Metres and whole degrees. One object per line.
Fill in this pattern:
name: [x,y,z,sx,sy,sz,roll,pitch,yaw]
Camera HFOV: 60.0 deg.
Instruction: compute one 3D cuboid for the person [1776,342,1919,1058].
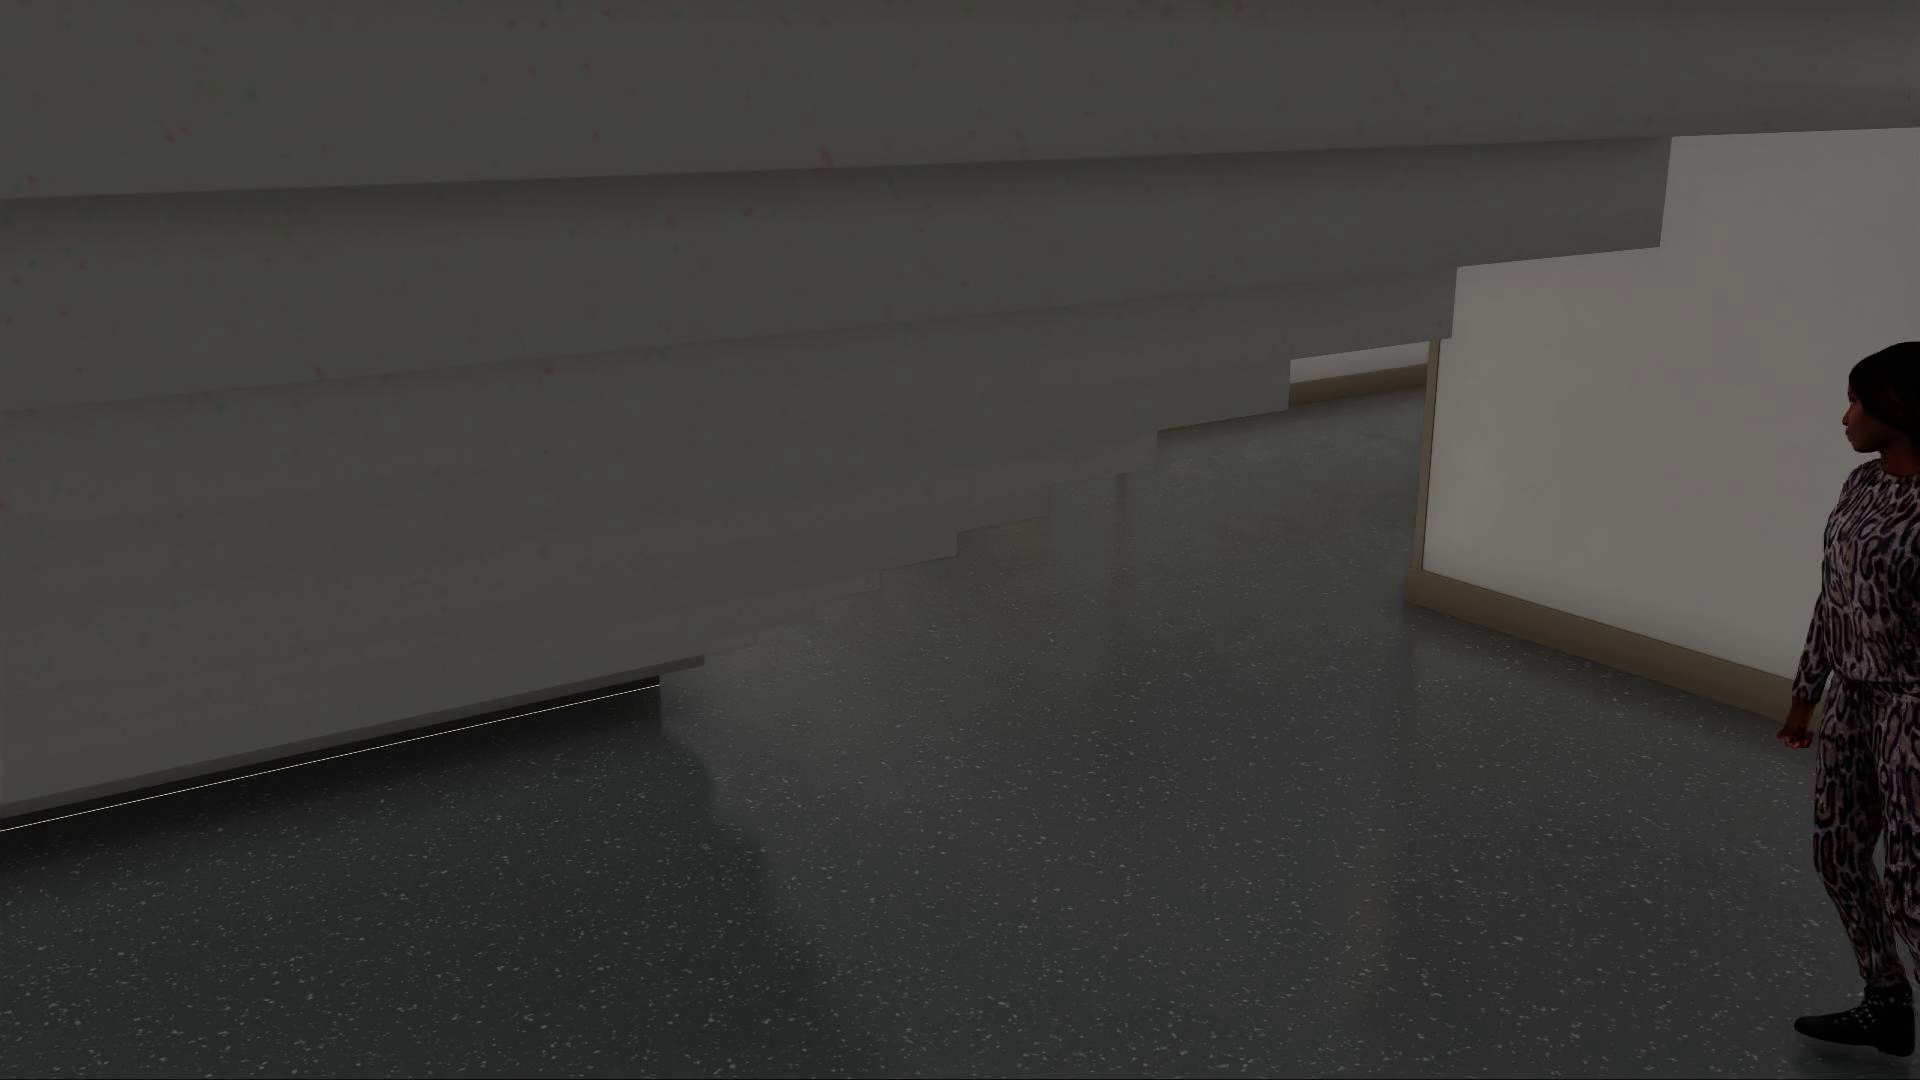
person: [2.150,0.430,3.749,0.923,1.682,0.746,-5,17,-18]
